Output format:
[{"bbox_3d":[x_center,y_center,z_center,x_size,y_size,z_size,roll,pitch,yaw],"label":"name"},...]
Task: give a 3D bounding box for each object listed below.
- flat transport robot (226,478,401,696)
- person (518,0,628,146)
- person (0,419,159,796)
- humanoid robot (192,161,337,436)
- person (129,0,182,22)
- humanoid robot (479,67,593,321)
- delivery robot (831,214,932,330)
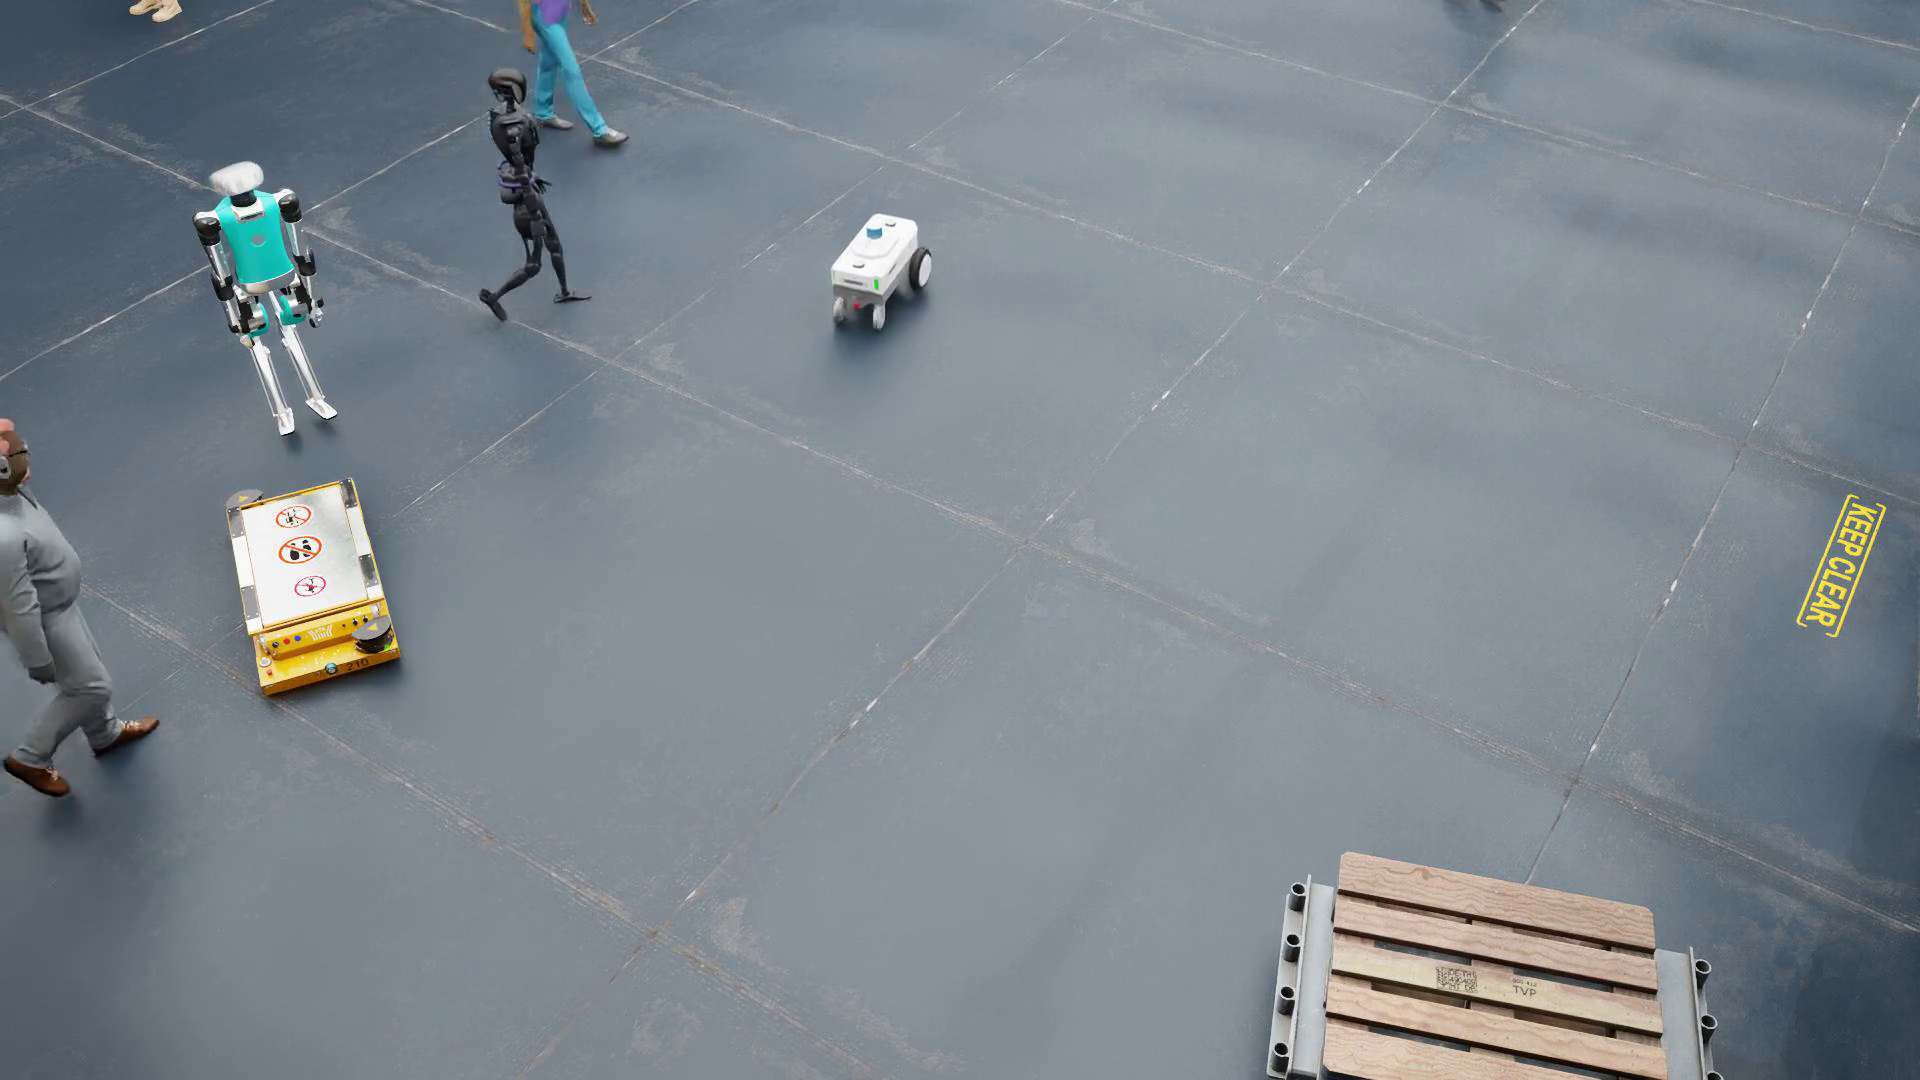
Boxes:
[{"bbox_3d":[-3.355,0.180,8.578,0.659,0.231,1.431,-16,44,-18],"label":"flat transport robot"},{"bbox_3d":[-2.779,-3.673,11.739,0.910,1.799,0.584,10,43,11],"label":"person"},{"bbox_3d":[-4.044,0.326,7.207,0.556,1.878,0.662,-21,46,-22],"label":"person"},{"bbox_3d":[-3.822,-1.386,9.125,0.533,1.681,0.735,-24,47,-25],"label":"humanoid robot"},{"bbox_3d":[-6.684,-5.037,13.307,0.491,1.744,0.304,22,46,23],"label":"person"},{"bbox_3d":[-2.688,-2.099,10.090,0.689,1.637,0.611,-9,43,-10],"label":"humanoid robot"},{"bbox_3d":[-0.523,-1.749,10.519,0.499,0.591,0.768,14,44,15],"label":"delivery robot"}]
